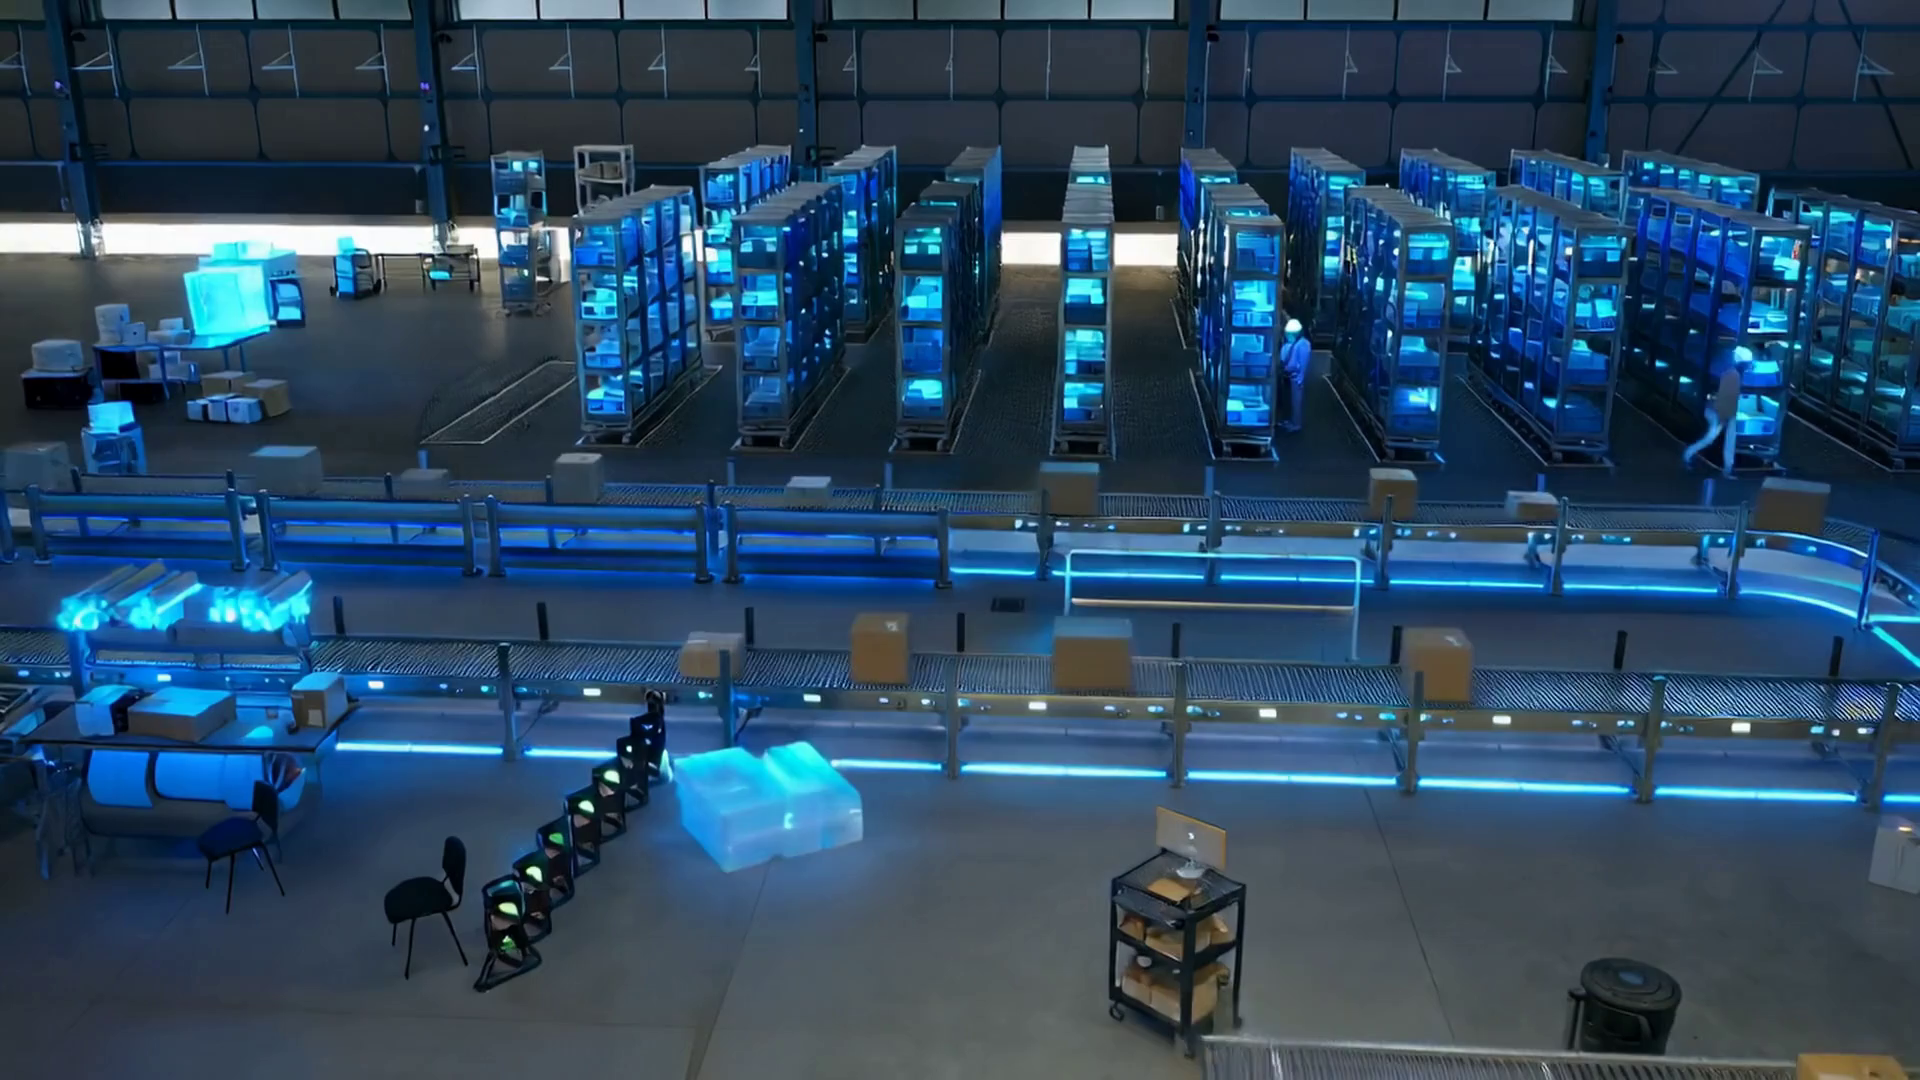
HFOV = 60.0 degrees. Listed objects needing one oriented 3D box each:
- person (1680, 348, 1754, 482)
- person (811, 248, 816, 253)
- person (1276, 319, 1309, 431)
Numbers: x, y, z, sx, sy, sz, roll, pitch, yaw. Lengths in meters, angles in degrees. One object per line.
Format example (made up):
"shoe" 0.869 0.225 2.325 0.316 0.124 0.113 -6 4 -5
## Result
"person" 11.095 -1.868 24.328 0.674 1.943 0.922 -16 24 -42
"person" -3.487 -6.721 39.862 0.389 1.847 0.567 -2 18 -6
"person" 5.436 -2.698 27.140 0.403 1.822 0.588 -5 18 -14
